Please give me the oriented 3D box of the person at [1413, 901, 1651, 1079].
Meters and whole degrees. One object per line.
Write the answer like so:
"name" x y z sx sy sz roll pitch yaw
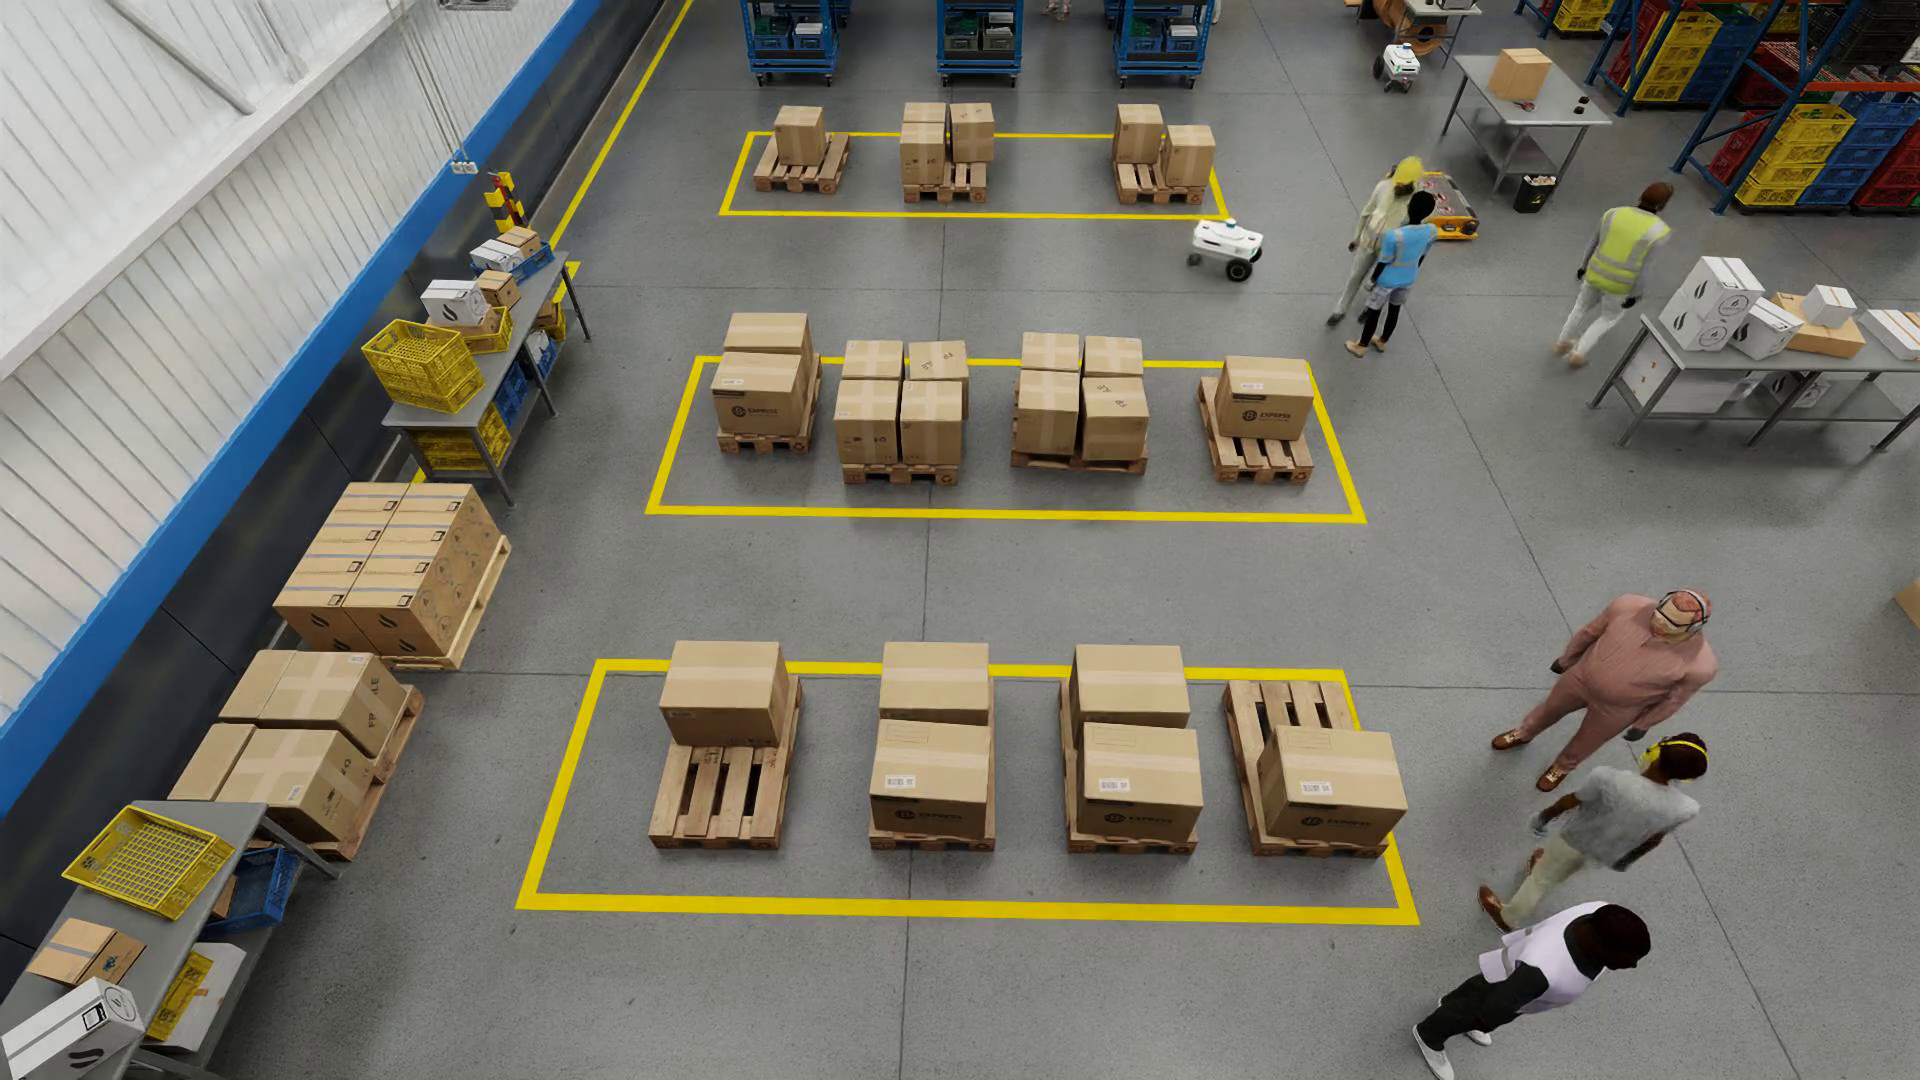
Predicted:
"person" 2.774 2.193 4.536 0.592 1.919 0.389 -26 54 -21

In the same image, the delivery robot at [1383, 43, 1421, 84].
"delivery robot" 6.384 -6.916 13.255 0.477 0.478 0.707 2 49 2

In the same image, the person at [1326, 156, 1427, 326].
"person" 4.154 -2.915 9.027 0.595 1.834 0.416 36 58 27

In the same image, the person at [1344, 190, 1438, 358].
"person" 4.130 -2.499 8.740 0.536 1.696 0.322 -12 50 -10

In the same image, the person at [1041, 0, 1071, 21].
"person" 1.603 -9.331 14.460 0.396 1.992 0.623 -33 57 -25

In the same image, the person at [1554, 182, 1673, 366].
"person" 6.110 -2.456 8.626 0.551 1.826 0.686 -20 52 -17

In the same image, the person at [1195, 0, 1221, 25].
"person" 4.026 -9.034 14.436 0.512 1.638 0.312 5 49 5

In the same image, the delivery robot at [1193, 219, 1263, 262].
"delivery robot" 2.948 -3.305 10.130 0.707 0.478 0.477 21 52 17

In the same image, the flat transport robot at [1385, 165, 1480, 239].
"flat transport robot" 5.692 -4.094 11.059 0.652 0.197 1.431 1 49 1

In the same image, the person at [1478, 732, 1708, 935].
"person" 3.487 1.633 5.084 0.512 1.834 0.638 14 51 12

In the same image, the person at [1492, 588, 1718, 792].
"person" 3.965 0.926 5.640 0.402 1.906 0.652 -23 53 -18
